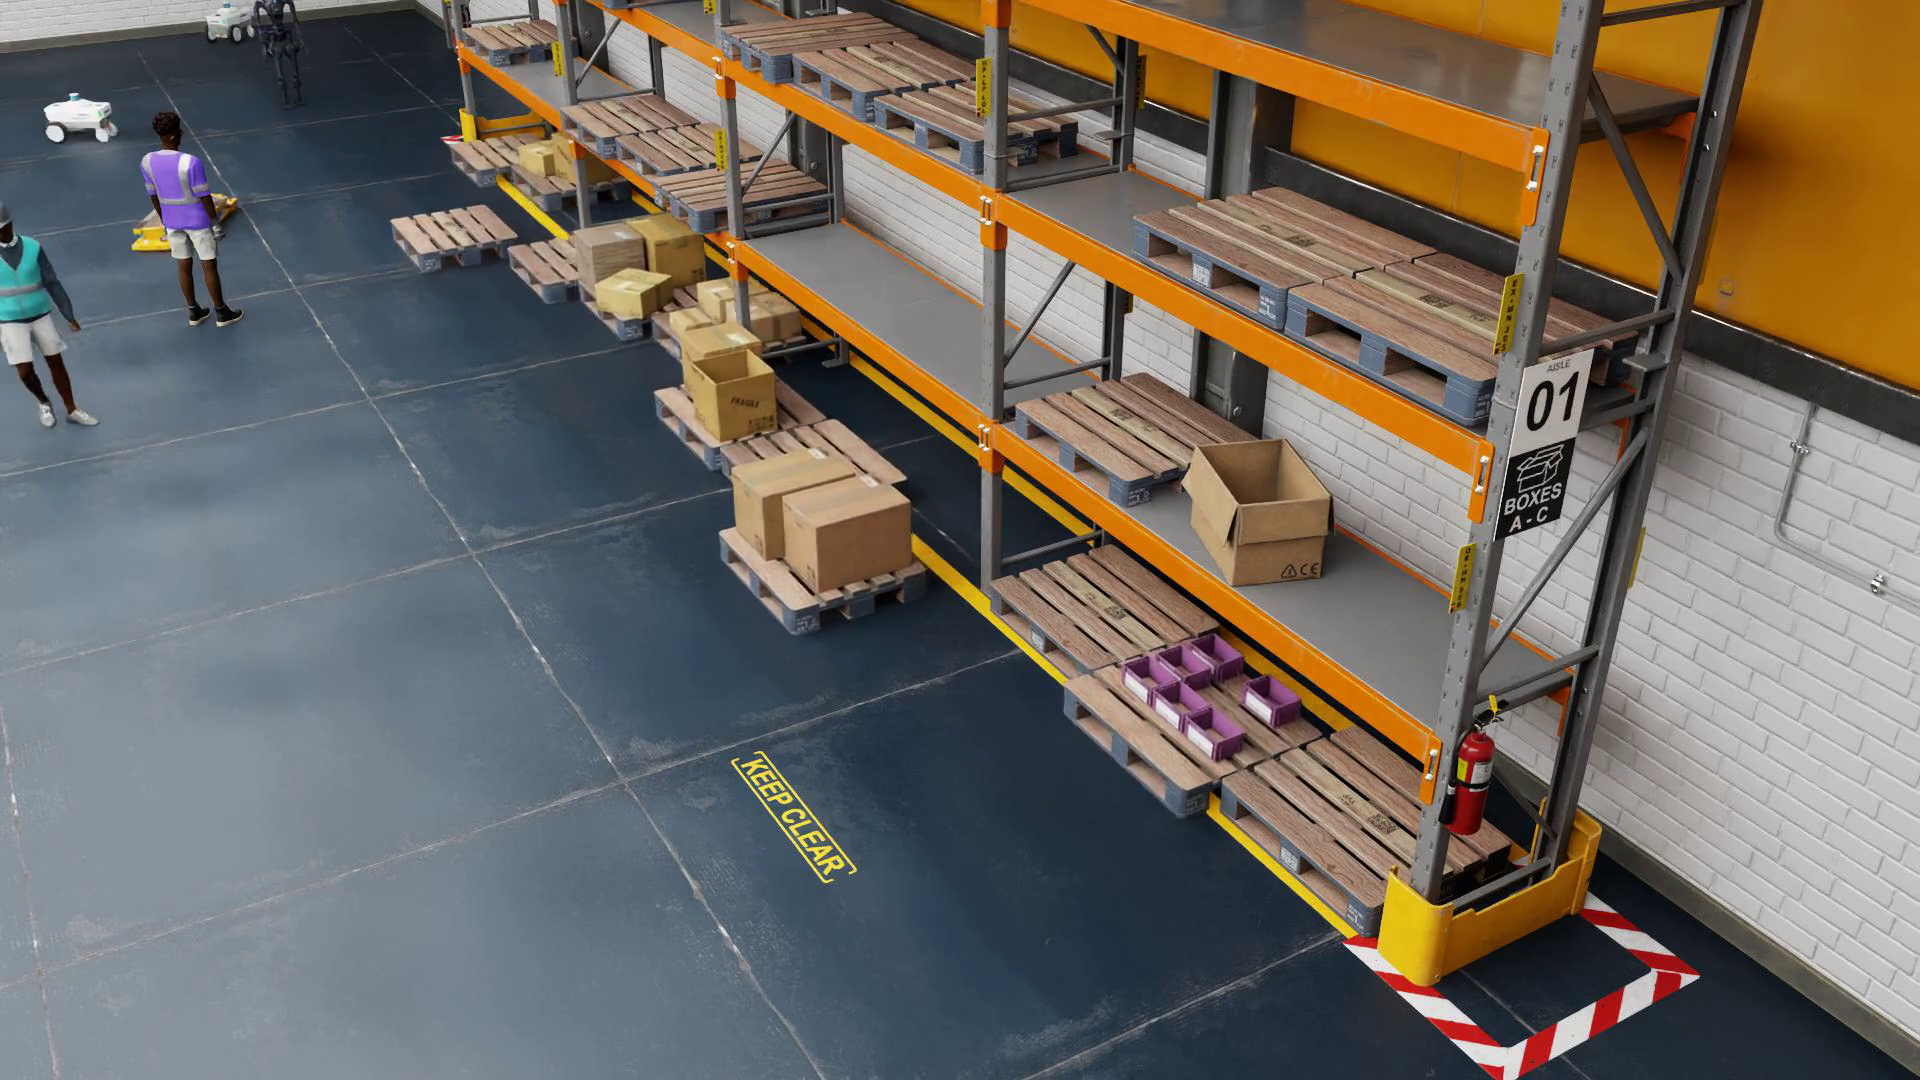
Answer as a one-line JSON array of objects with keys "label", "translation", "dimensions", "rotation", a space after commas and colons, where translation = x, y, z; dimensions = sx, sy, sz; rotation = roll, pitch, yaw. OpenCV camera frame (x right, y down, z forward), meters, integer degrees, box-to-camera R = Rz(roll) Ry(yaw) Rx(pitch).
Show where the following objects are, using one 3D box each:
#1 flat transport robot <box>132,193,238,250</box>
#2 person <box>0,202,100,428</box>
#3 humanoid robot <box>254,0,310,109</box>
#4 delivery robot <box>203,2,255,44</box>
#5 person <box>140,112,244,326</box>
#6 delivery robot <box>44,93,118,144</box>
[{"label": "flat transport robot", "translation": [-8.196, -3.380, 17.600], "dimensions": [0.659, 0.231, 1.431], "rotation": [-3, 30, -5]}, {"label": "person", "translation": [-7.308, -1.750, 13.041], "dimensions": [0.453, 1.920, 0.646], "rotation": [26, 39, 38]}, {"label": "humanoid robot", "translation": [-8.816, -6.473, 21.629], "dimensions": [0.589, 1.654, 0.335], "rotation": [-21, 36, -33]}, {"label": "delivery robot", "translation": [-11.047, -7.804, 25.138], "dimensions": [0.525, 0.613, 0.785], "rotation": [6, 30, 10]}, {"label": "person", "translation": [-6.952, -2.882, 14.999], "dimensions": [0.605, 1.966, 0.368], "rotation": [5, 30, 9]}, {"label": "delivery robot", "translation": [-10.887, -5.207, 20.536], "dimensions": [0.779, 0.597, 0.499], "rotation": [-1, 30, -1]}]
